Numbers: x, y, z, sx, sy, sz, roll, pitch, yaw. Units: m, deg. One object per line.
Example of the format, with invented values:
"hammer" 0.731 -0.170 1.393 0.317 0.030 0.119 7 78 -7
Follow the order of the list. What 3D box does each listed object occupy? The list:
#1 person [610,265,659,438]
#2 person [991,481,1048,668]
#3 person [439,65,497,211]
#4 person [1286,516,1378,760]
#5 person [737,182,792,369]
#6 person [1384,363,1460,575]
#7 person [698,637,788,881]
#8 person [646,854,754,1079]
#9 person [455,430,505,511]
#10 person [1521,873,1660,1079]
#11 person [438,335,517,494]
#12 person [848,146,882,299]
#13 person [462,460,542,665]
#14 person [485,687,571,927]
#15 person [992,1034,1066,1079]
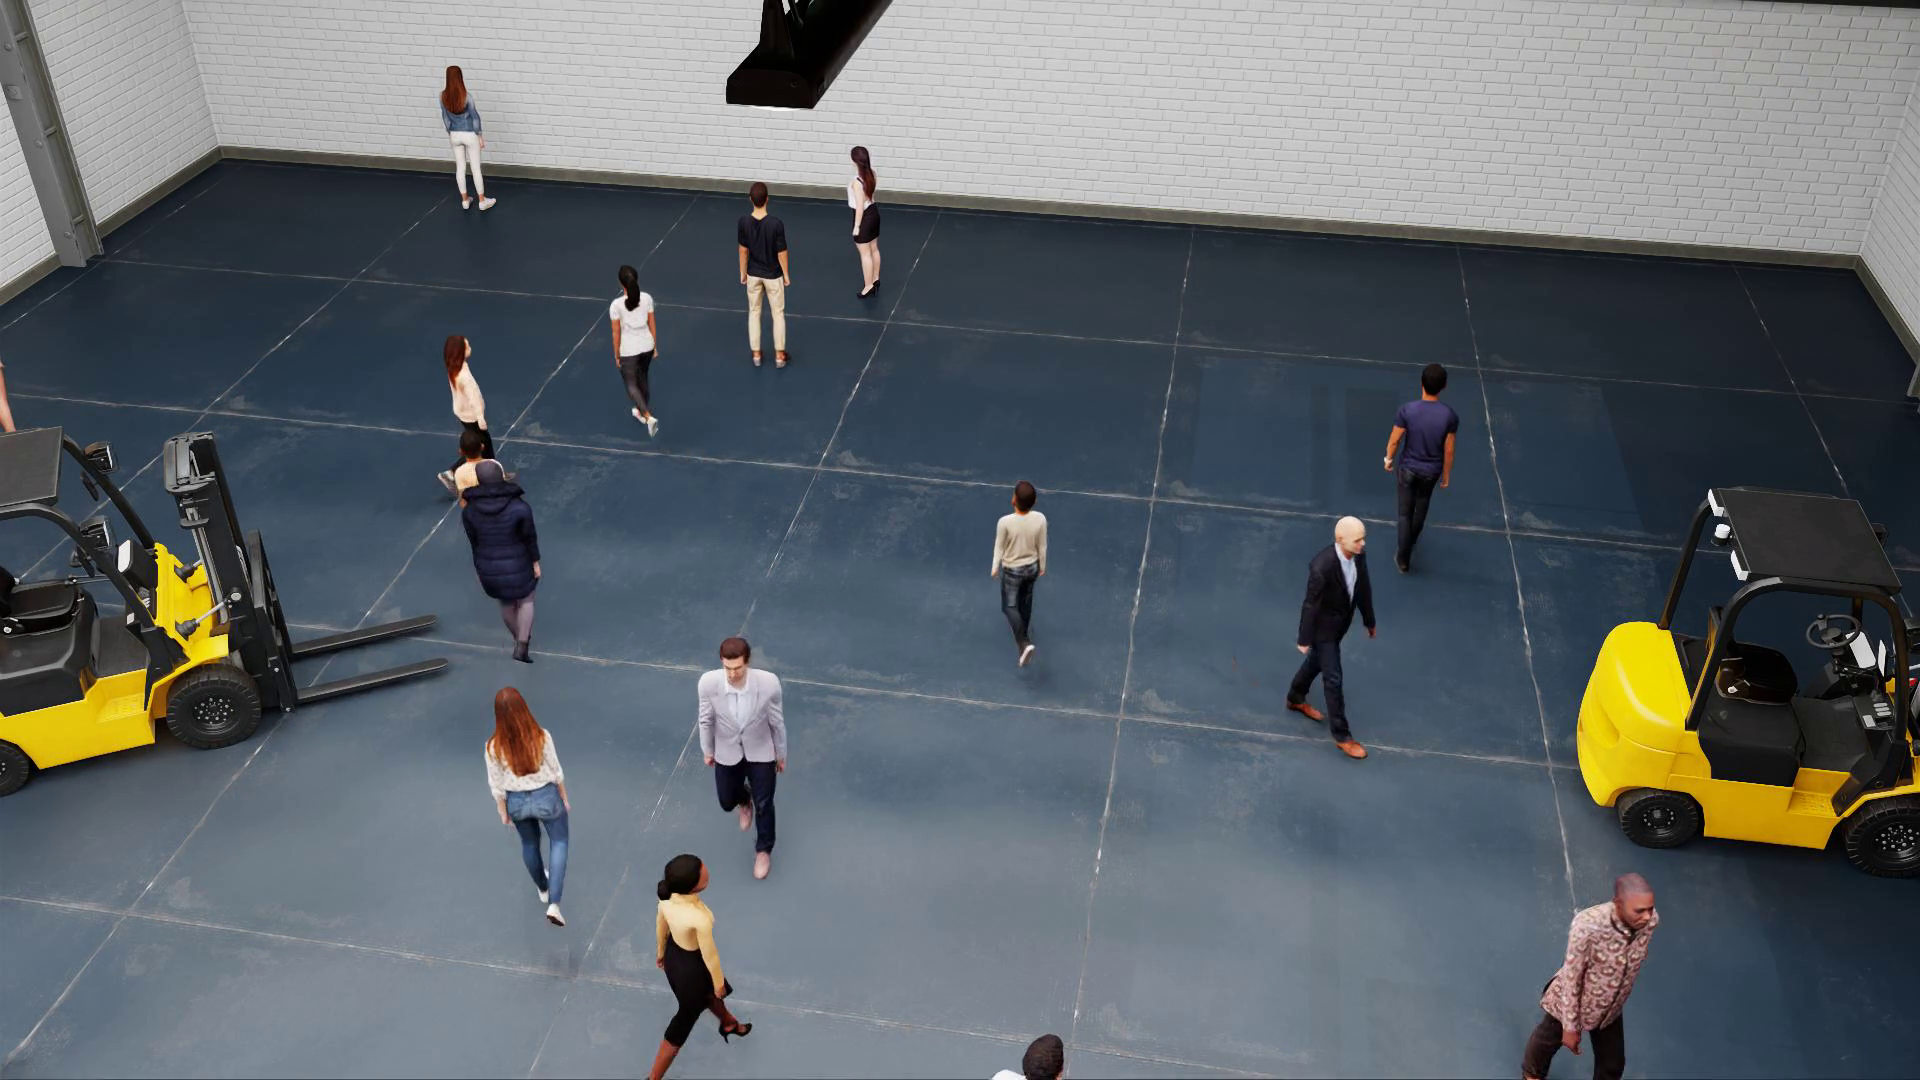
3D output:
"person" -2.897 -1.686 15.015 0.935 1.629 1.010 -19 38 -27
"person" 0.455 0.254 12.261 0.815 1.446 0.966 -11 35 -16
"person" -5.816 -4.711 19.498 0.607 1.703 0.507 6 34 9
"person" 2.495 0.558 11.513 1.119 1.768 1.137 -27 42 -34
"person" -1.896 -2.566 16.139 0.640 1.850 0.552 4 34 7
"person" 3.625 -0.513 13.118 0.677 1.775 0.818 4 34 5
"person" -1.327 1.259 10.406 0.782 1.826 0.913 -1 34 -2
"person" -1.519 2.370 8.928 0.991 1.611 1.109 28 43 35
"person" -3.652 -0.171 12.902 0.791 1.444 0.971 -11 35 -17
"person" 3.273 2.360 8.794 0.901 1.777 1.095 -6 34 -9
"person" -4.226 -1.049 14.204 0.928 1.465 0.920 -16 37 -23
"person" -0.990 -3.345 17.490 0.660 1.650 0.519 14 36 19
"person" -3.332 0.235 12.103 0.783 1.653 0.919 -1 34 -1
"person" -2.551 1.627 9.962 0.778 1.704 0.975 -6 34 -9
"person" 0.298 3.013 7.769 0.937 1.823 1.271 17 37 23
